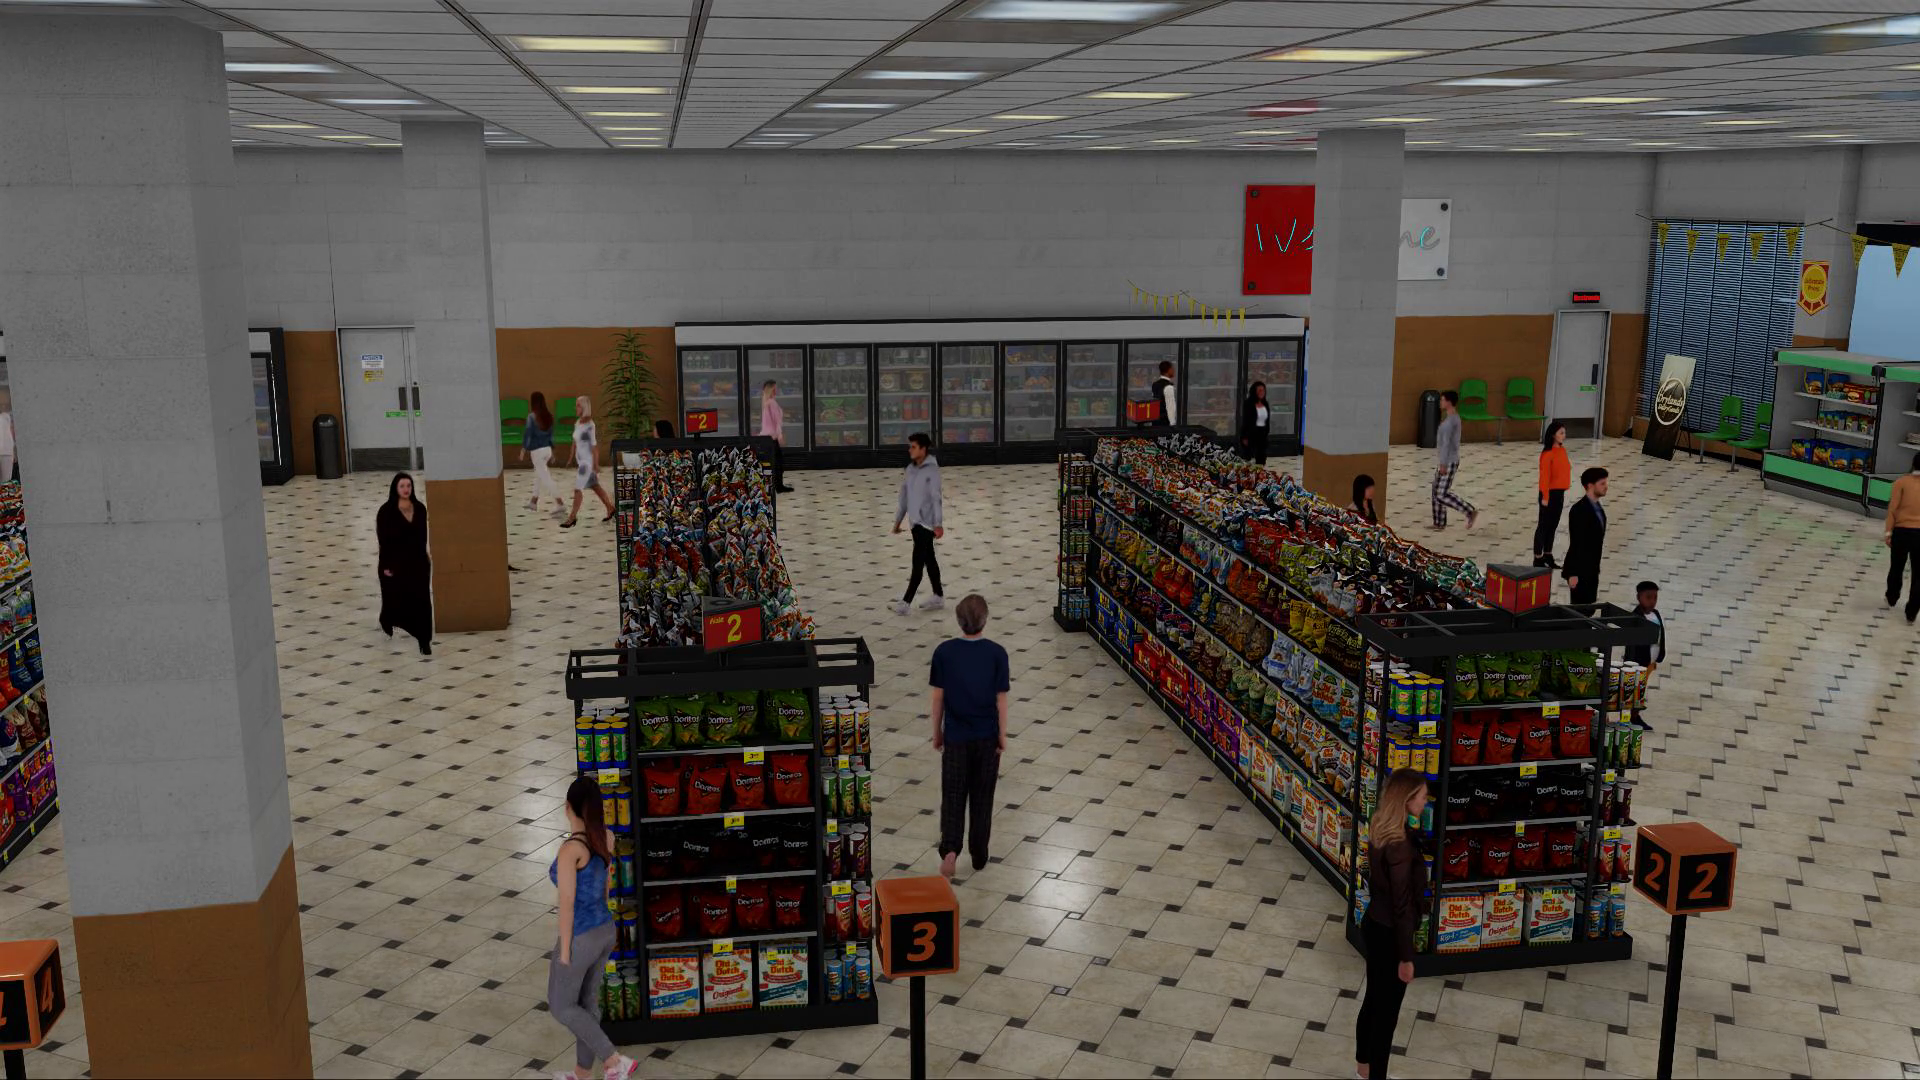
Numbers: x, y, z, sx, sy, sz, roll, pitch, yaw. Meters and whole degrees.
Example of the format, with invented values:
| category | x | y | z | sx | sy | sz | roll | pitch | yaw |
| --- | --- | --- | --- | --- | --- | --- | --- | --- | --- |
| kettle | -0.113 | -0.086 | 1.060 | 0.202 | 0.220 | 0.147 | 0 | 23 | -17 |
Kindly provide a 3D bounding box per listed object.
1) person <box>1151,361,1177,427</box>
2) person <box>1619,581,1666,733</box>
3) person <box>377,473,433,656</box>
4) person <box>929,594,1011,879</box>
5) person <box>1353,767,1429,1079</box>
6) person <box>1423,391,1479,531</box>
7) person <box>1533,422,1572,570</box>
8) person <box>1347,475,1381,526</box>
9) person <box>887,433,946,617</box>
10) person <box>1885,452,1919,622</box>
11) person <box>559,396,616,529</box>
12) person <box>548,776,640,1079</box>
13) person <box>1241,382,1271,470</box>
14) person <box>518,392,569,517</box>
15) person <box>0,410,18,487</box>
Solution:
| category | x | y | z | sx | sy | sz | roll | pitch | yaw |
| --- | --- | --- | --- | --- | --- | --- | --- | --- | --- |
| person | 2.906 | -1.656 | 24.454 | 0.895 | 1.885 | 1.263 | -4 | 13 | -18 |
| person | 5.548 | 0.945 | 13.597 | 0.586 | 1.268 | 0.618 | -7 | 14 | -31 |
| person | -5.348 | 0.231 | 15.875 | 0.974 | 1.727 | 1.166 | -9 | 15 | -37 |
| person | 0.071 | 1.286 | 10.562 | 0.814 | 1.851 | 1.021 | 1 | 12 | 5 |
| person | 2.047 | 1.906 | 7.971 | 0.705 | 1.705 | 0.509 | 0 | 12 | 2 |
| person | 6.373 | -0.992 | 21.431 | 0.980 | 1.831 | 0.977 | 6 | 13 | 25 |
| person | 6.875 | -0.511 | 19.346 | 0.706 | 1.748 | 0.731 | -11 | 16 | -43 |
| person | 3.885 | 0.162 | 16.479 | 0.955 | 1.613 | 1.122 | -10 | 16 | -40 |
| person | -0.301 | -0.172 | 17.391 | 1.104 | 1.891 | 1.167 | -10 | 15 | -39 |
| person | 9.783 | -0.005 | 17.053 | 1.120 | 1.704 | 1.257 | 6 | 13 | 26 |
| person | -4.825 | -1.009 | 21.816 | 0.952 | 1.706 | 1.107 | -9 | 15 | -36 |
| person | -1.762 | 1.947 | 8.056 | 0.844 | 1.590 | 0.813 | 5 | 13 | 21 |
| person | 4.292 | -1.535 | 24.581 | 0.858 | 1.594 | 1.079 | -7 | 14 | -31 |
| person | -5.610 | -1.136 | 22.522 | 1.089 | 1.662 | 1.135 | 5 | 13 | 24 |
| person | -13.131 | -1.185 | 22.697 | 0.759 | 1.687 | 0.687 | 7 | 14 | 28 |
